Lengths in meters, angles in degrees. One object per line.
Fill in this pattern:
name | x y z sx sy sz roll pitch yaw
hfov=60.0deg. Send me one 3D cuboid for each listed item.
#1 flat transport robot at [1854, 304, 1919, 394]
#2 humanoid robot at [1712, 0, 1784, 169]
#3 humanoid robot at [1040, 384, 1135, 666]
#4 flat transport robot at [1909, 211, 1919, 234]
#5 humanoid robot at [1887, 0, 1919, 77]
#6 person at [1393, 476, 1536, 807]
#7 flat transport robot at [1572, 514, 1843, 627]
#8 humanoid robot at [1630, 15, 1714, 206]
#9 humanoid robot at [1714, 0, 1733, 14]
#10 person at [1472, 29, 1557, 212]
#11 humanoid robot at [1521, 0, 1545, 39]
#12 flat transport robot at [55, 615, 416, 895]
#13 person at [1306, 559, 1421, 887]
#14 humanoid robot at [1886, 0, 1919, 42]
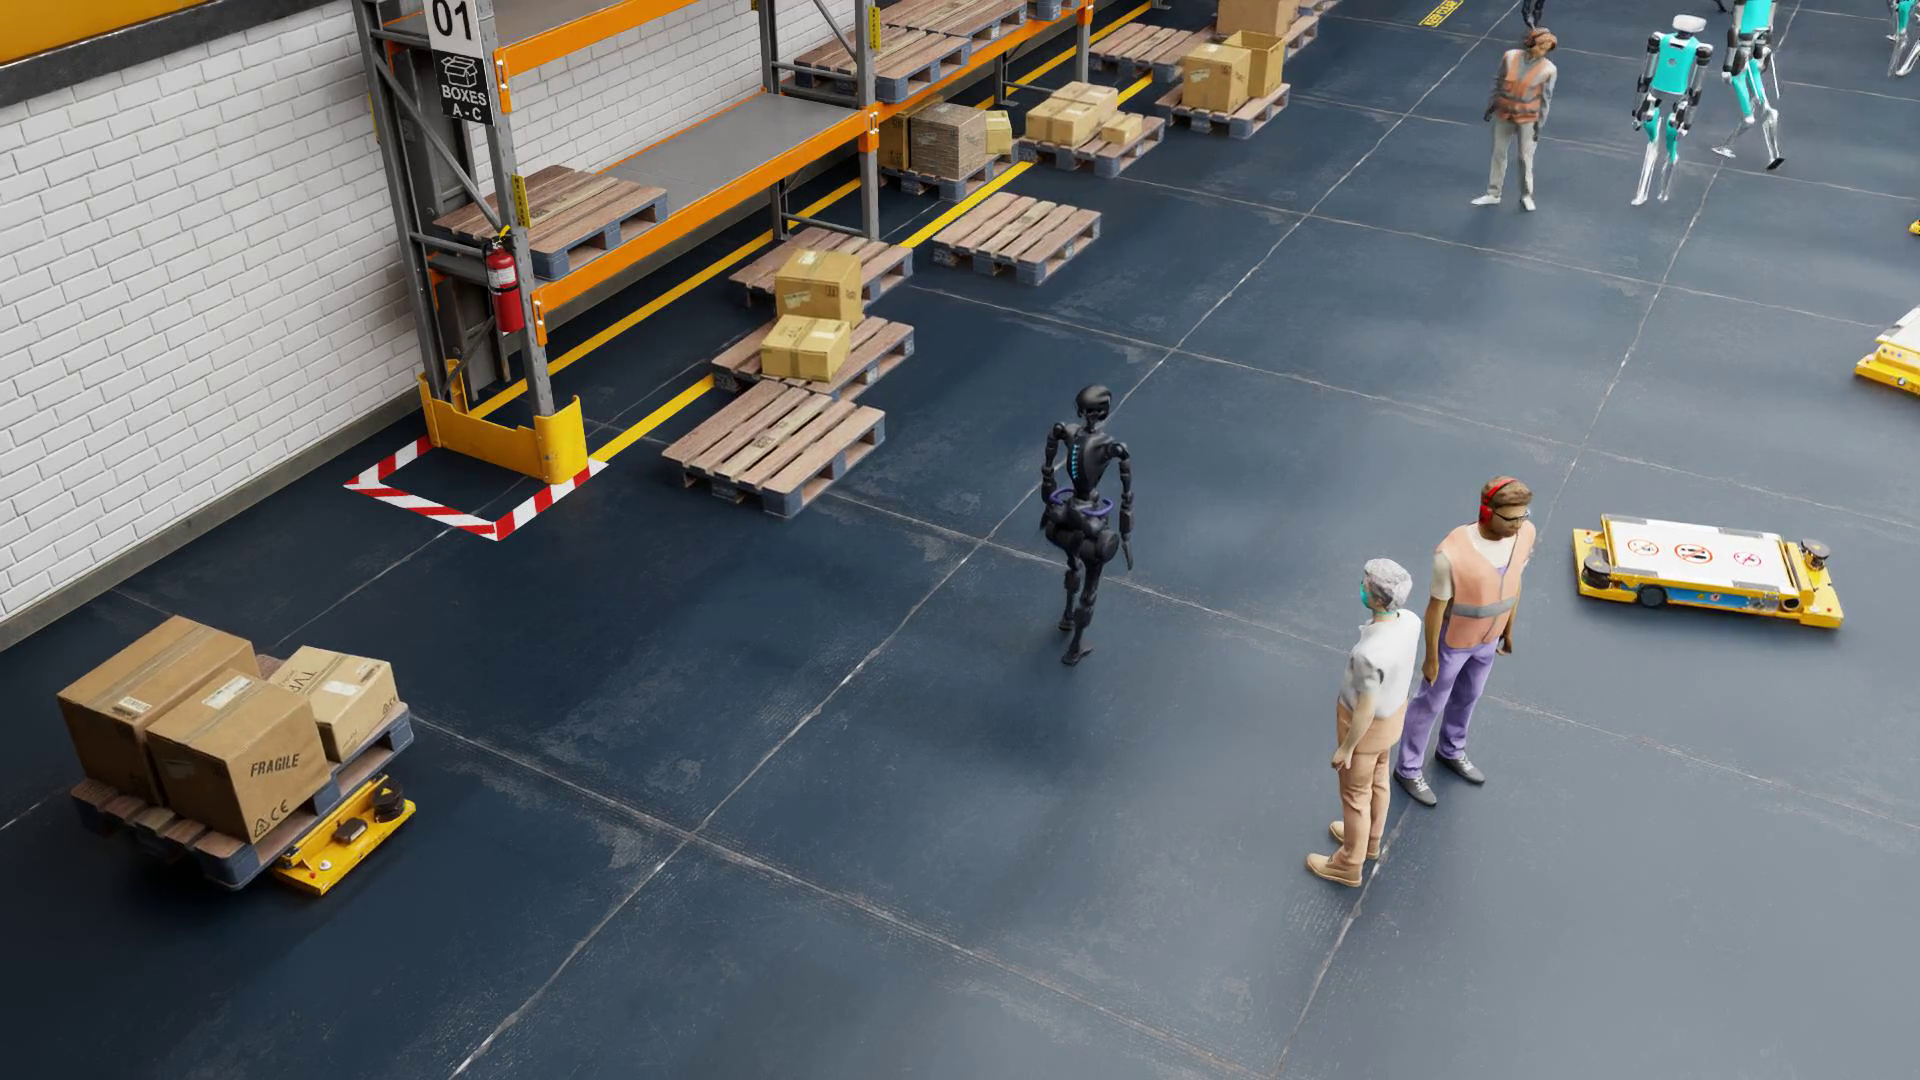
flat transport robot | 7.257 -1.429 12.310 1.431 0.231 0.659 -28 43 -35
humanoid robot | 7.474 -4.314 15.384 0.565 1.811 0.928 -15 36 -22
humanoid robot | 0.684 -0.103 9.030 0.606 1.643 0.461 21 39 29
flat transport robot | 8.875 -2.859 14.474 0.659 0.231 1.431 29 43 36
humanoid robot | 10.106 -5.662 17.468 0.740 1.879 0.542 -27 42 -34
person | 2.432 0.463 8.032 0.559 1.836 0.389 -17 37 -24
flat transport robot | 4.419 0.176 9.882 1.431 0.231 0.659 7 34 11
humanoid robot | 6.159 -3.650 14.445 0.561 1.897 0.752 24 41 32
humanoid robot | 9.212 -6.966 19.429 0.491 1.635 0.604 17 37 24
person | 4.861 -3.648 14.454 0.608 1.611 0.346 26 41 34
humanoid robot | 6.495 -6.308 18.425 0.611 1.635 0.617 -5 34 -7
flat transport robot | -3.478 1.271 8.225 1.431 0.231 0.659 15 36 21
person | 1.851 0.832 7.548 0.302 1.744 0.493 23 40 30
humanoid robot | 10.623 -6.196 18.193 0.549 1.752 0.958 -22 39 -29
